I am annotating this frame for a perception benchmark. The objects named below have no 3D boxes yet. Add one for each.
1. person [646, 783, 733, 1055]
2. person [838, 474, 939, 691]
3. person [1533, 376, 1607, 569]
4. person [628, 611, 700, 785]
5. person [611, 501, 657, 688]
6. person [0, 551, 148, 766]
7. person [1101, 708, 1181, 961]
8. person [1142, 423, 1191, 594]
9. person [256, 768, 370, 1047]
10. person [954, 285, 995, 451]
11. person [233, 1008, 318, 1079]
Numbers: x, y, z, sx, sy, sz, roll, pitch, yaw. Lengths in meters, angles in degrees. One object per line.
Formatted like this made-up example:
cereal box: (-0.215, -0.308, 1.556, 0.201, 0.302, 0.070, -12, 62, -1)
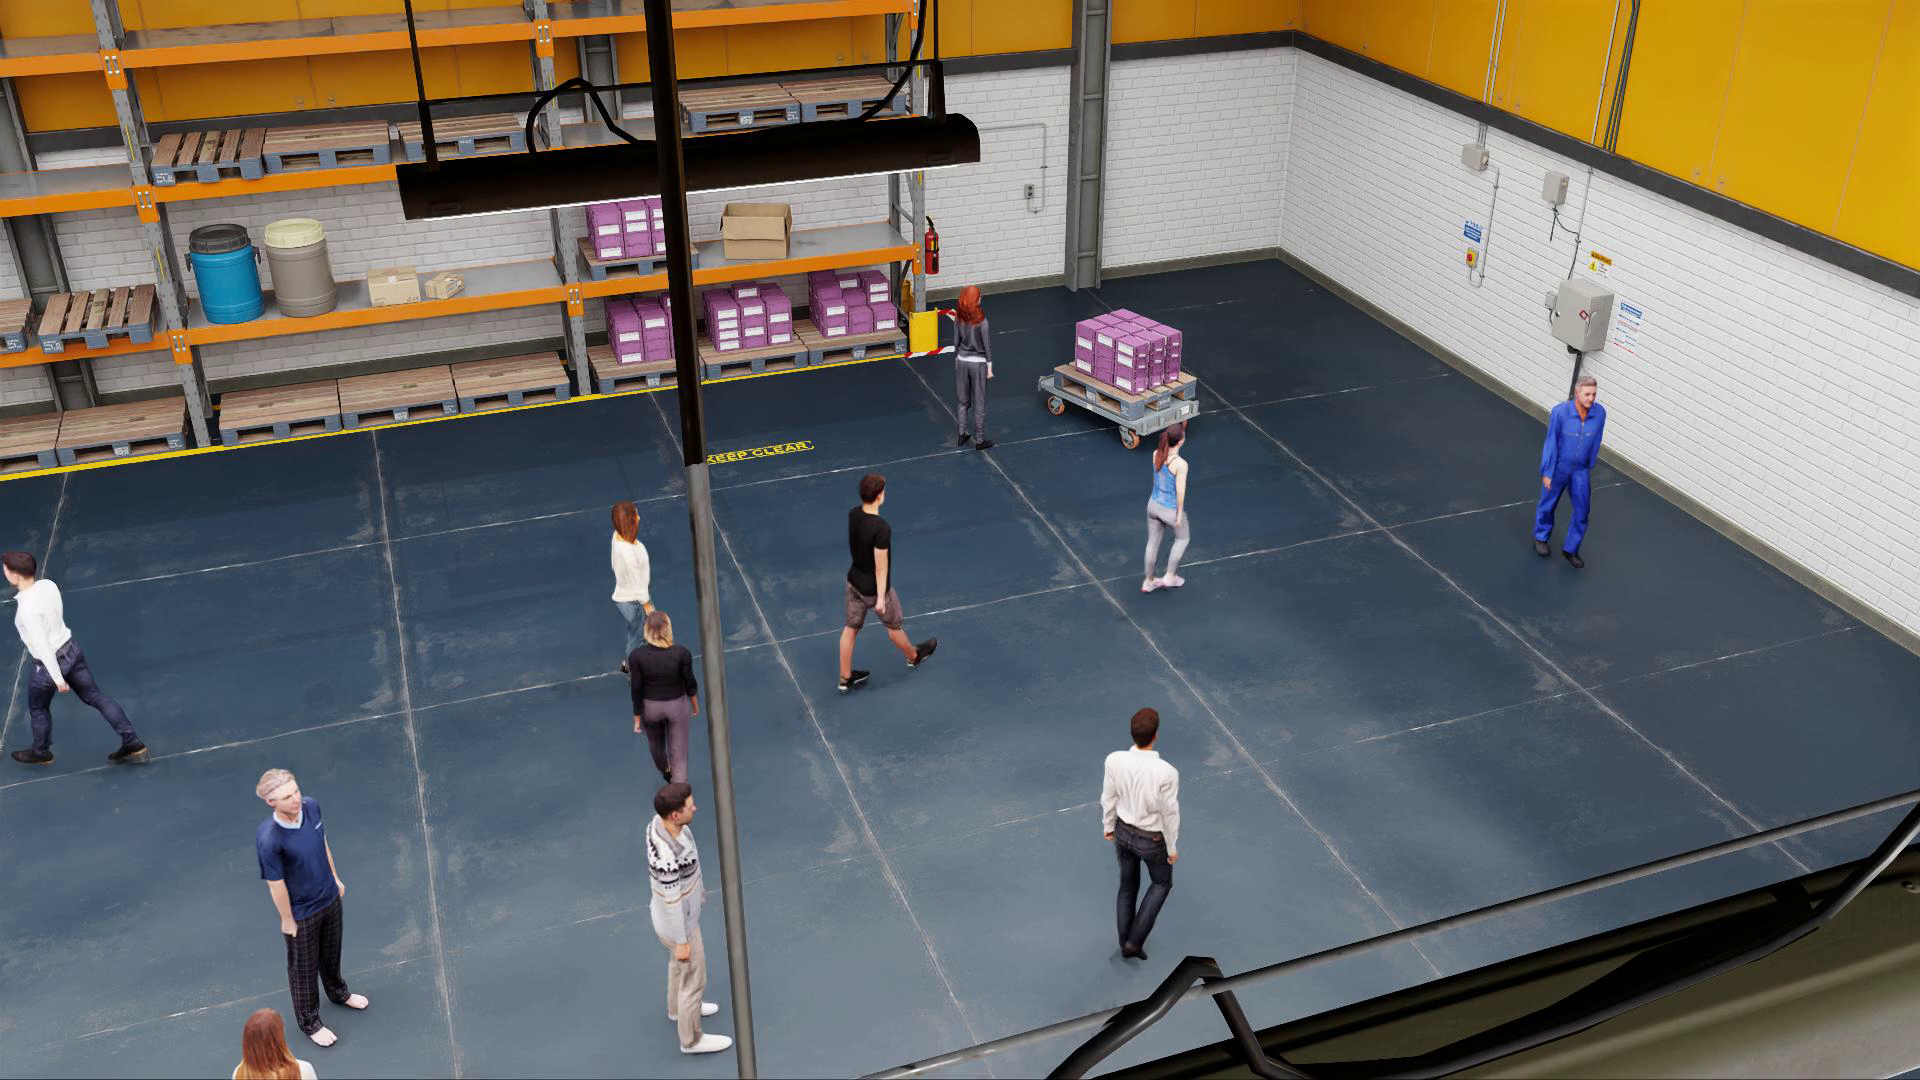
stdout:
person: (-1.698, 2.195, 9.795, 0.669, 1.856, 0.741, -6, 29, -11)
person: (-0.799, 0.379, 13.164, 1.240, 1.819, 0.969, -22, 35, -34)
person: (5.483, -0.687, 15.131, 0.881, 1.806, 0.935, 0, 29, 1)
person: (-2.061, 1.302, 11.676, 1.040, 1.623, 0.845, -3, 29, -5)
person: (-2.669, 0.462, 13.165, 0.614, 1.673, 0.662, -6, 29, -10)
person: (-6.521, 0.899, 12.200, 1.316, 1.828, 0.954, 1, 29, 1)
person: (1.095, 1.905, 10.322, 0.846, 1.861, 0.901, 15, 32, 25)
person: (1.758, -0.245, 14.543, 0.725, 1.594, 0.681, -25, 38, -38)
person: (-3.889, 2.139, 9.883, 0.768, 1.871, 0.730, 10, 30, 18)
person: (0.128, -1.785, 17.172, 0.655, 1.780, 0.688, 17, 33, 29)
person: (-3.376, 3.047, 8.402, 0.589, 1.696, 0.696, -1, 29, -1)
